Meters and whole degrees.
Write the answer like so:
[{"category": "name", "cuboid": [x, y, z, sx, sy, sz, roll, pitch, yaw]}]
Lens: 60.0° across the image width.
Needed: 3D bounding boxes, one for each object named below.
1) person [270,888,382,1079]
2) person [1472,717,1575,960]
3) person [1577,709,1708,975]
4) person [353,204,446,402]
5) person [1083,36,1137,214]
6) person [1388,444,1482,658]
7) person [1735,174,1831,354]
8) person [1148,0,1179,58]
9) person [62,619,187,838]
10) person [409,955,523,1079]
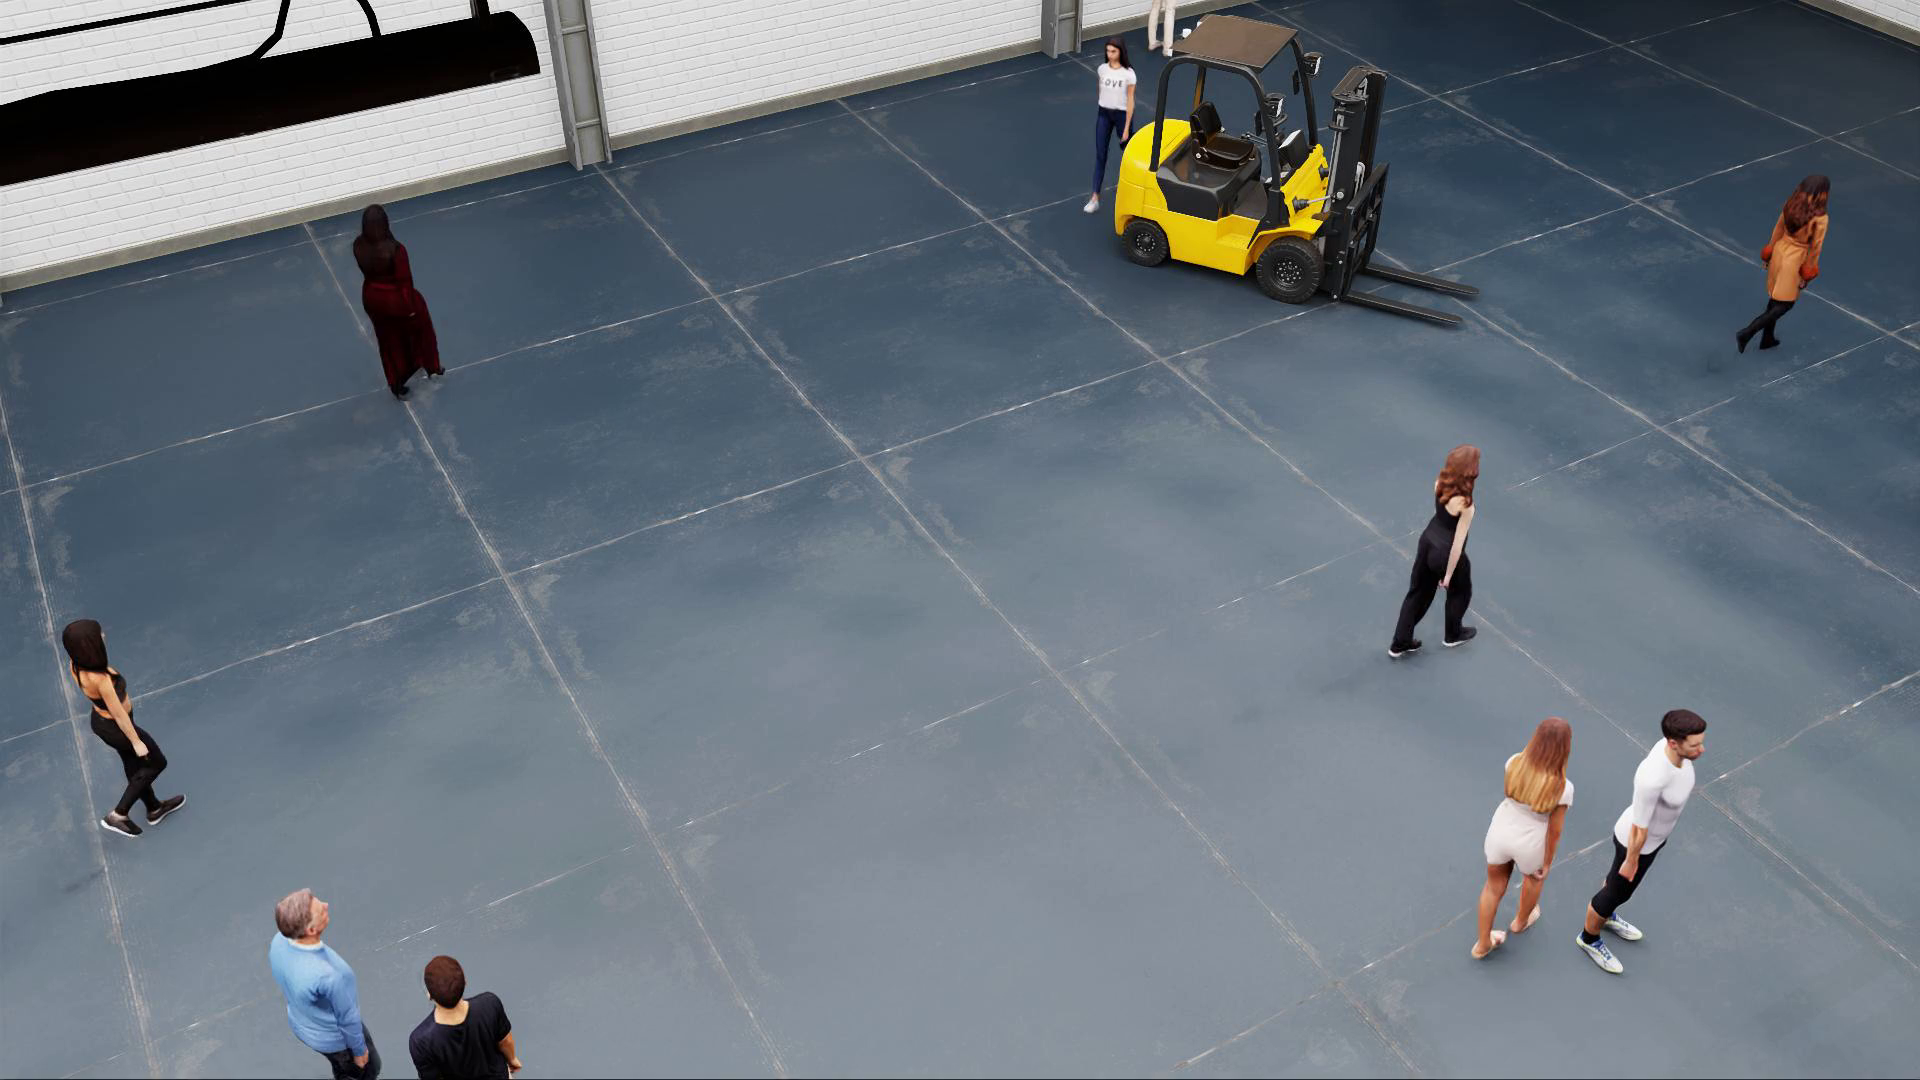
[{"category": "person", "cuboid": [-3.208, 2.451, 8.256, 0.848, 1.799, 0.983, 25, 45, 28]}, {"category": "person", "cuboid": [3.070, 1.727, 9.270, 0.718, 1.665, 0.867, 30, 47, 32]}, {"category": "person", "cuboid": [3.798, 1.627, 9.247, 0.792, 1.851, 0.621, 28, 46, 30]}, {"category": "person", "cuboid": [-4.750, -1.914, 13.770, 0.876, 1.739, 0.933, 7, 39, 9]}, {"category": "person", "cuboid": [1.600, -4.202, 16.649, 1.038, 1.721, 1.264, 17, 42, 20]}, {"category": "person", "cuboid": [3.172, 0.115, 11.243, 0.879, 1.722, 0.600, -18, 42, -22]}, {"category": "person", "cuboid": [7.071, -2.324, 14.310, 0.937, 1.706, 0.708, -18, 42, -21]}, {"category": "person", "cuboid": [2.443, -6.675, 19.645, 0.584, 1.847, 0.668, -24, 45, -27]}, {"category": "person", "cuboid": [-5.120, 1.175, 9.983, 0.712, 1.638, 0.831, 28, 46, 30]}, {"category": "person", "cuboid": [-2.322, 2.628, 7.987, 0.541, 1.859, 0.740, -31, 48, -32]}]
